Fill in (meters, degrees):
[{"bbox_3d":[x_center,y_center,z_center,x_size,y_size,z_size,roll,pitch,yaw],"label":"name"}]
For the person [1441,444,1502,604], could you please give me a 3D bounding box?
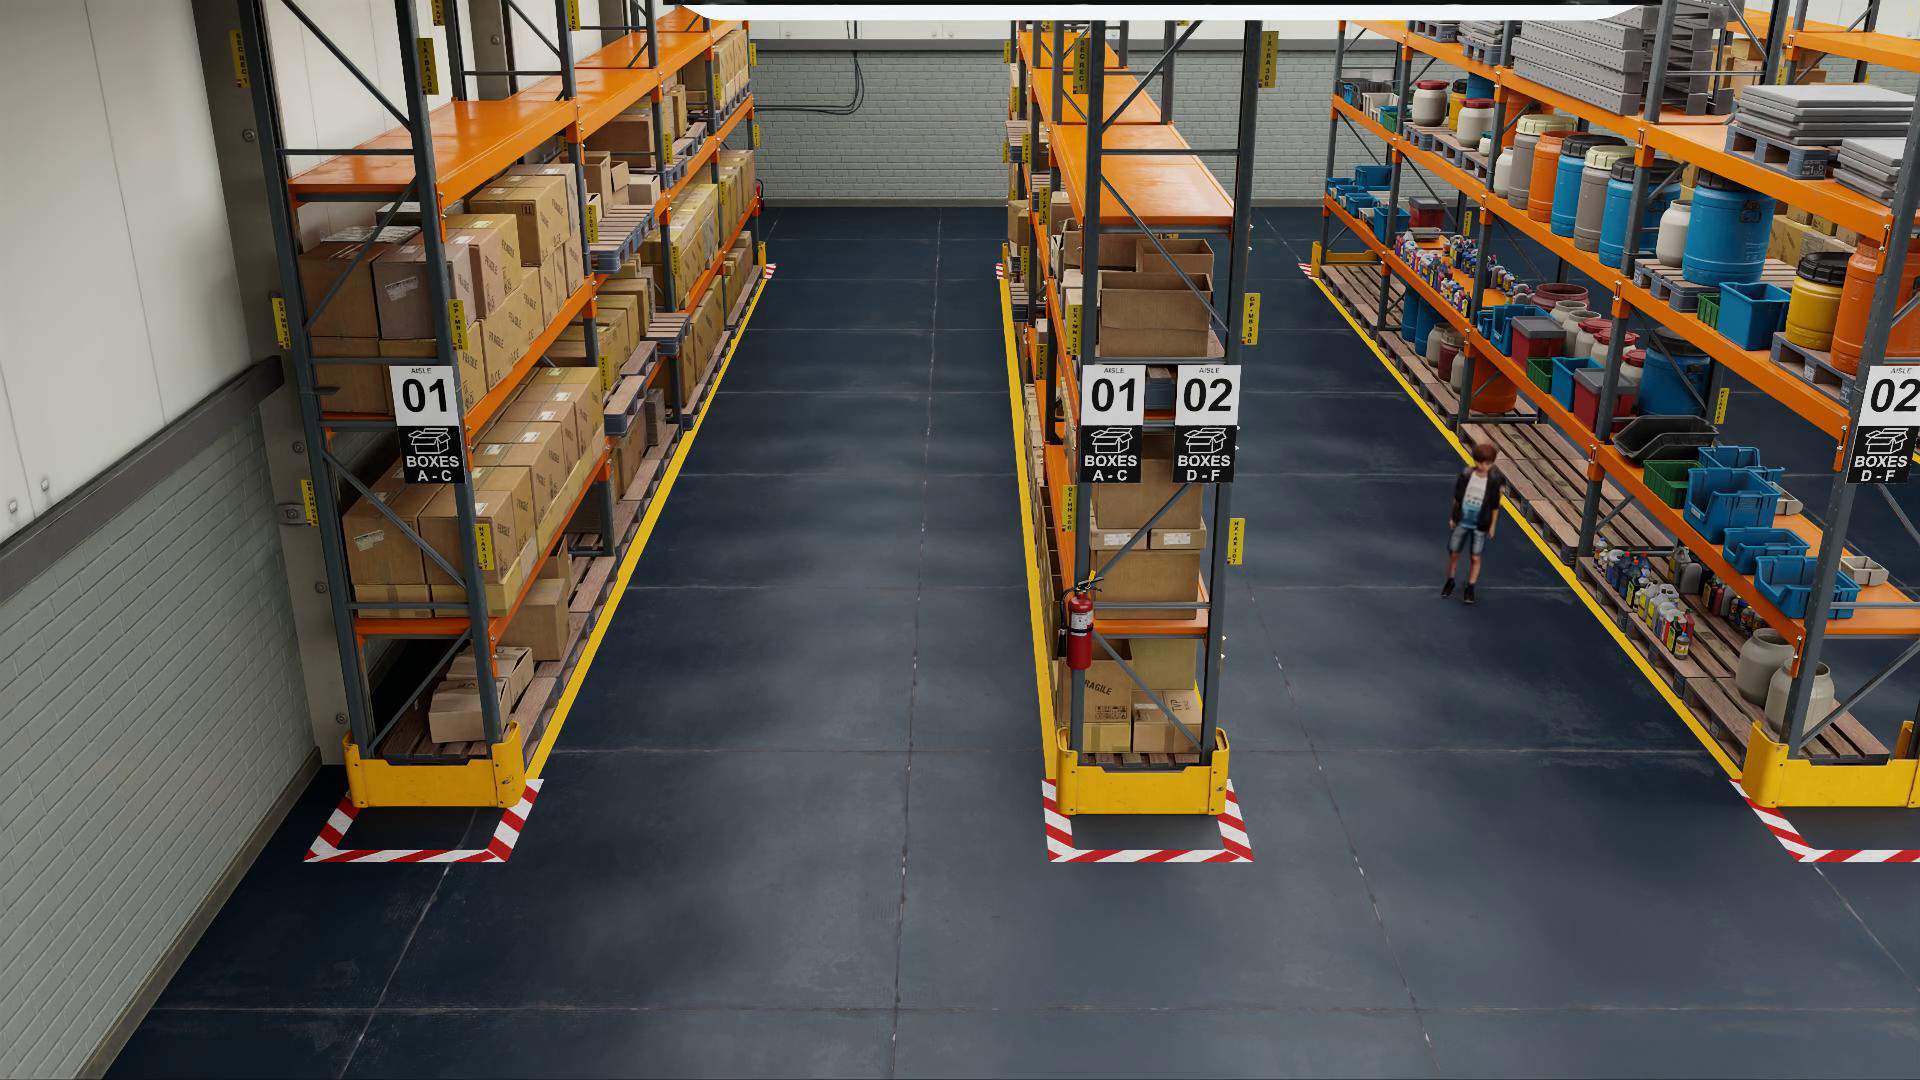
[{"bbox_3d":[4.547,-0.181,14.728,0.656,1.444,0.683,10,24,23],"label":"person"}]
